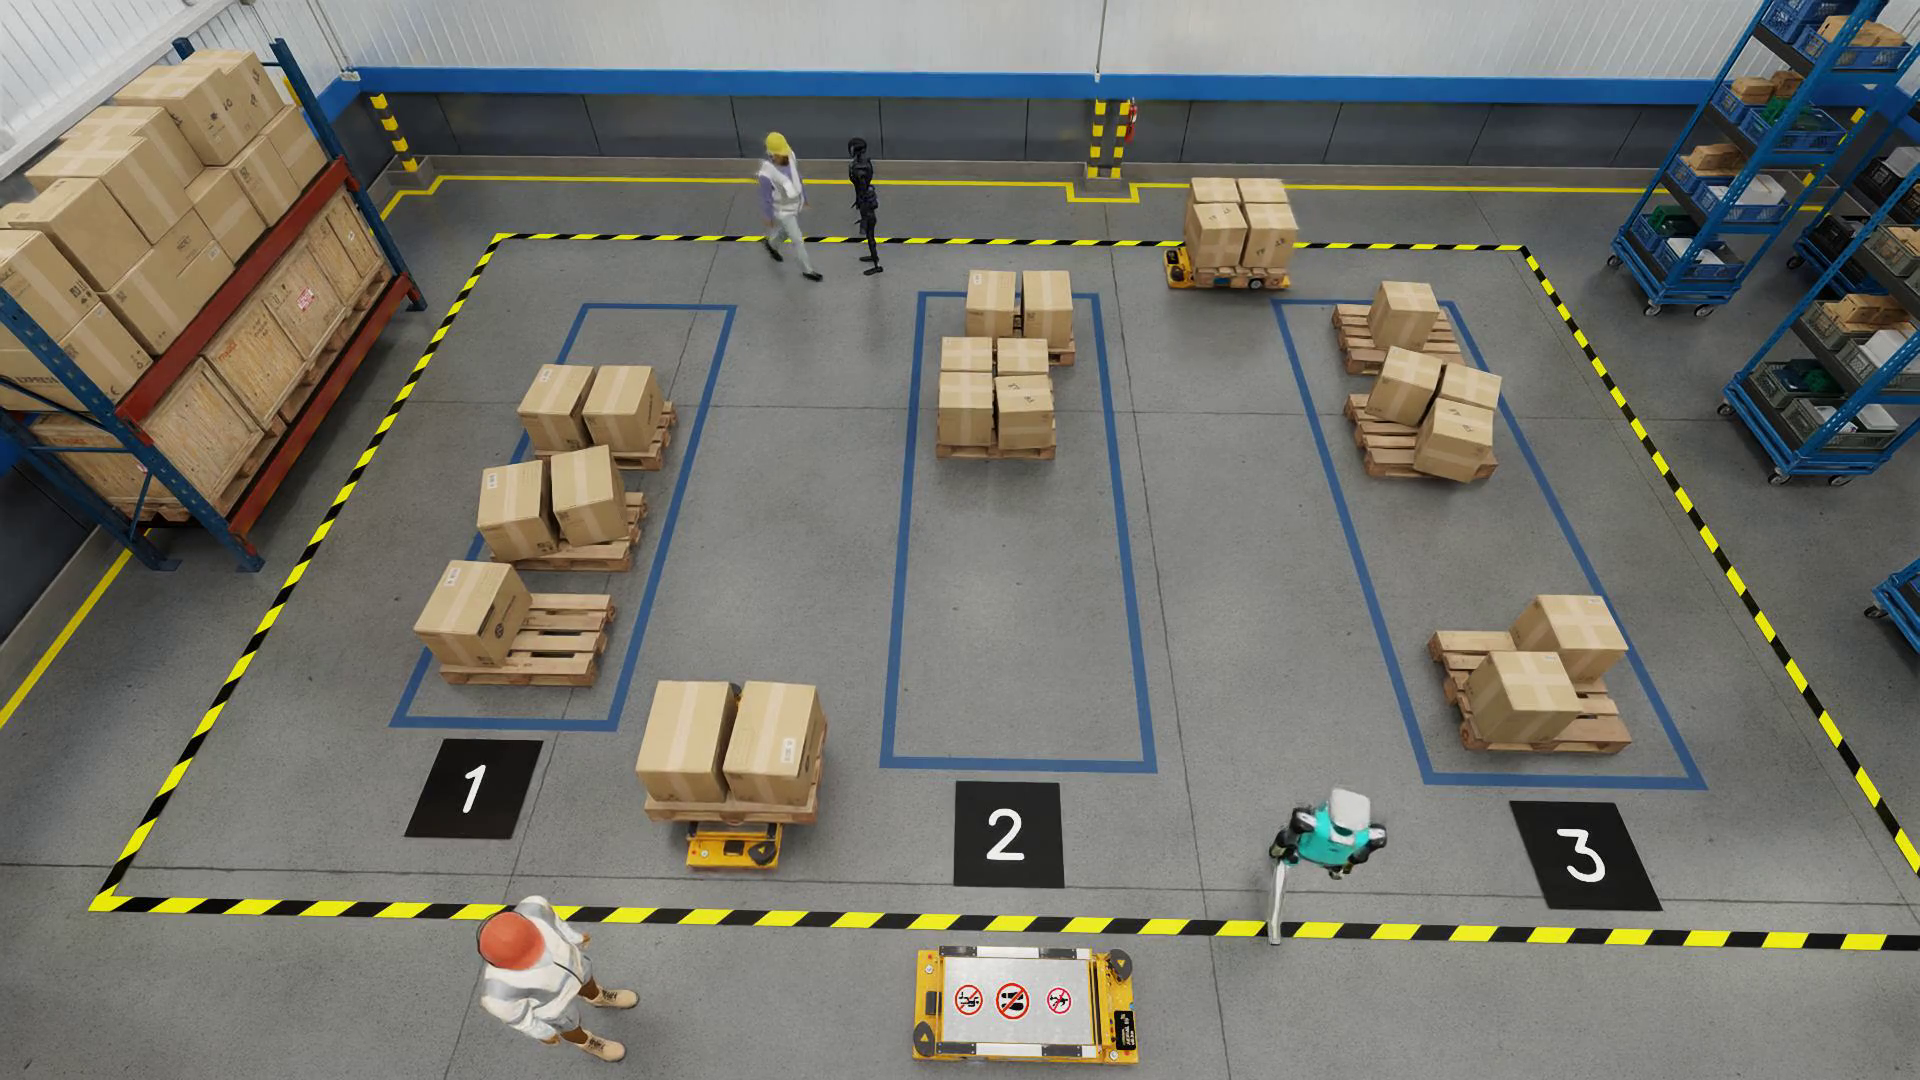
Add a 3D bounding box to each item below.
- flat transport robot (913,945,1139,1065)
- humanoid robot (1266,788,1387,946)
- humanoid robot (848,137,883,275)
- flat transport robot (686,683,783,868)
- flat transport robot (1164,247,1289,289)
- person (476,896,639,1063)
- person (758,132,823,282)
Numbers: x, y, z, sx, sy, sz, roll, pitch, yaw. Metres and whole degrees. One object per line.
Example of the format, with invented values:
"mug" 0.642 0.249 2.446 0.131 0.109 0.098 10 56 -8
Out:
"flat transport robot" 0.422 3.041 6.007 1.431 0.231 0.659 1 51 1
"humanoid robot" 2.285 1.918 5.988 0.548 1.747 1.047 11 52 9
"humanoid robot" -1.121 -3.909 10.754 0.315 1.657 0.599 -8 51 -7
"flat transport robot" -1.638 1.769 7.026 0.652 0.197 1.431 1 51 1
"flat transport robot" 3.257 -3.357 11.204 1.431 0.197 0.652 1 51 1
"person" -2.287 2.543 5.276 0.394 2.031 0.613 3 51 2
"person" -2.073 -3.926 10.702 0.857 1.794 0.579 20 54 16
